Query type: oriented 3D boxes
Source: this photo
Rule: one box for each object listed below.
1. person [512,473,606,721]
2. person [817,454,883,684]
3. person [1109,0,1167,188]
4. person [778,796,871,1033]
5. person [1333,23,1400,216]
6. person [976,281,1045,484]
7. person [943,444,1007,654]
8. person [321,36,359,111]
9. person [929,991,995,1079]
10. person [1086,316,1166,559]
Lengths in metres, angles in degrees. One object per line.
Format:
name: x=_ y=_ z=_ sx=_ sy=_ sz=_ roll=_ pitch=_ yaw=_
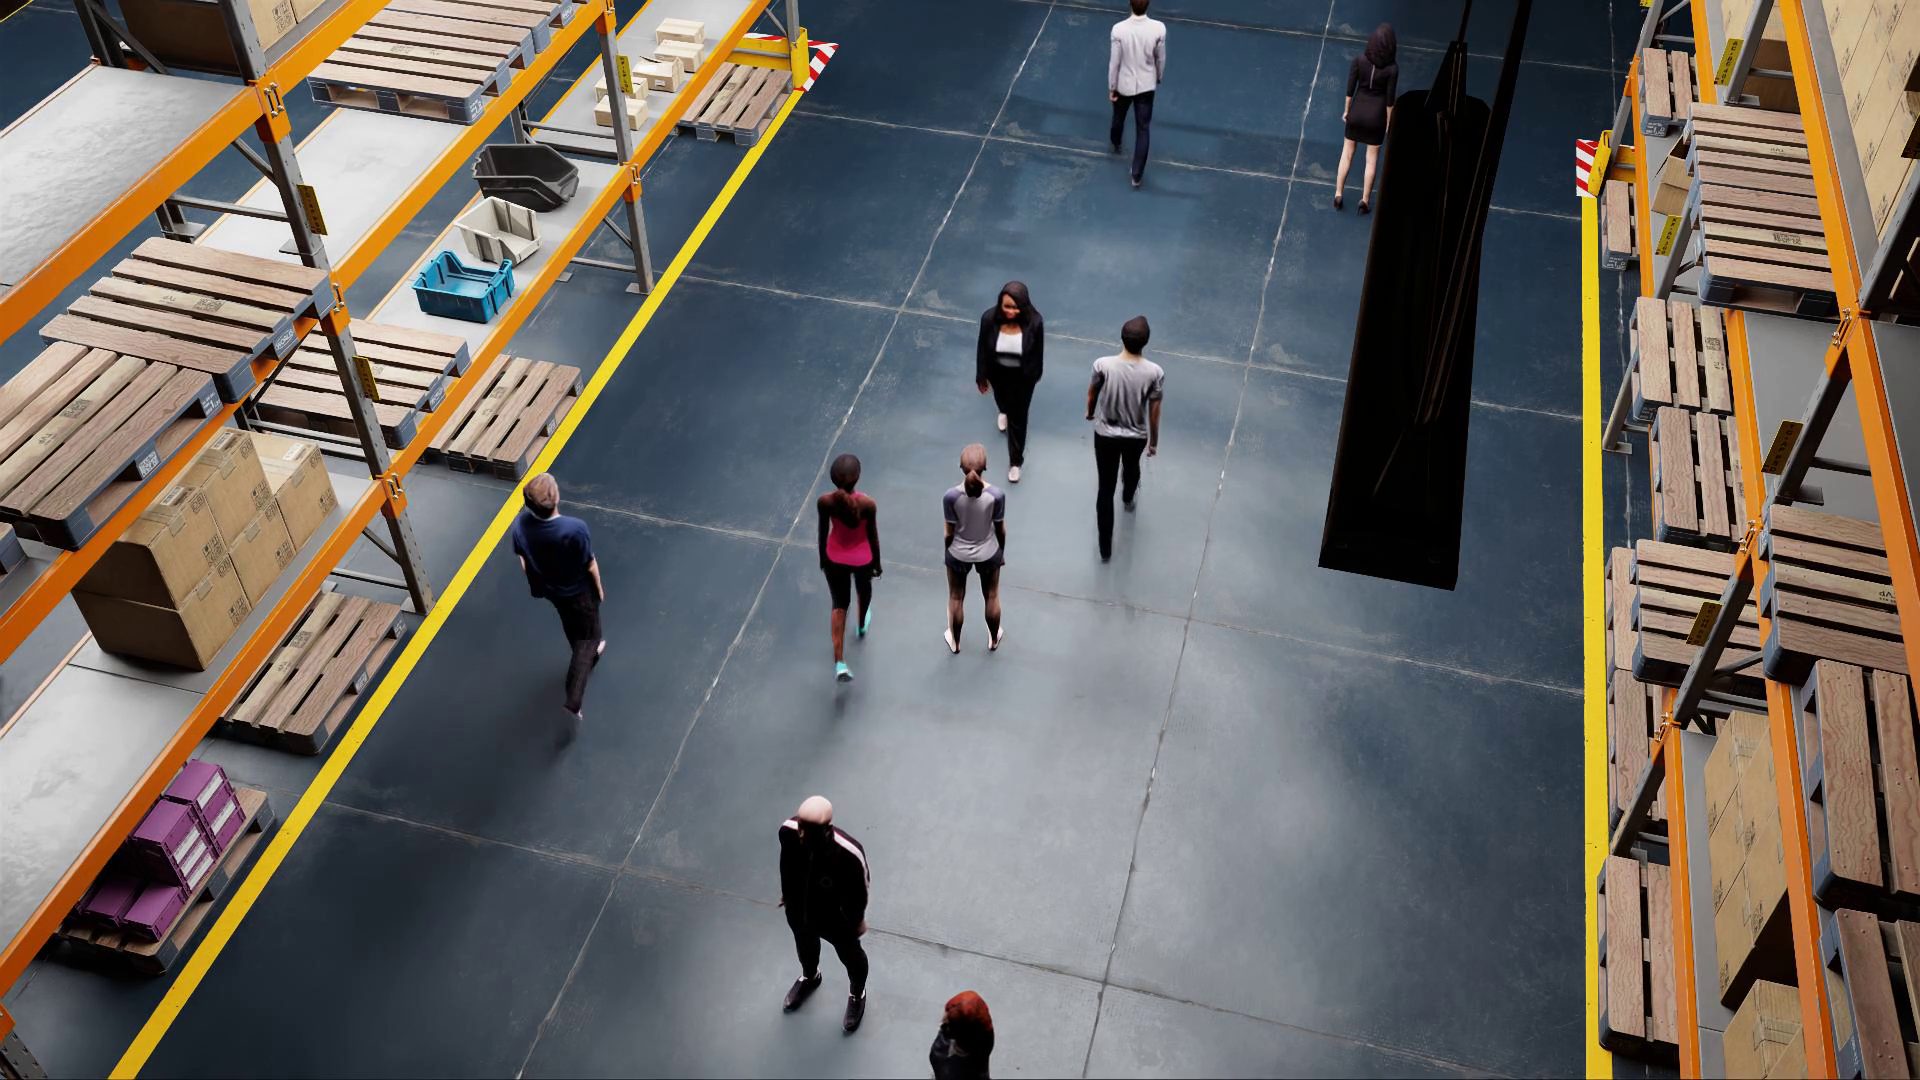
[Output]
person: x=-2.518 y=0.362 z=10.532 sx=0.704 sy=1.847 sz=1.056 roll=7 pitch=44 yaw=8
person: x=-0.732 y=0.203 z=10.809 sx=0.712 sy=1.696 sz=1.105 roll=2 pitch=44 yaw=2
person: x=1.625 y=-4.125 z=15.274 sx=0.854 sy=1.803 sz=1.225 roll=2 pitch=44 yaw=2
person: x=-0.718 y=1.953 z=8.870 sx=0.698 sy=1.837 sz=0.621 roll=17 pitch=46 yaw=17
person: x=3.633 y=-3.746 z=14.874 sx=0.637 sy=1.807 sz=0.567 roll=21 pitch=47 yaw=20
person: x=0.377 y=-1.317 z=12.497 sx=0.799 sy=1.568 sz=1.180 roll=3 pitch=44 yaw=3
person: x=0.087 y=0.072 z=10.895 sx=0.642 sy=1.768 sz=0.657 roll=-3 pitch=44 yaw=-3
person: x=-6.240 y=-5.152 z=16.491 sx=0.785 sy=1.613 sz=0.953 roll=-2 pitch=44 yaw=-2
person: x=0.019 y=2.719 z=8.108 sx=0.717 sy=1.779 sz=0.630 roll=-16 pitch=46 yaw=-16
person: x=1.112 y=-0.668 z=11.634 sx=0.803 sy=1.820 sz=1.178 roll=3 pitch=44 yaw=4
